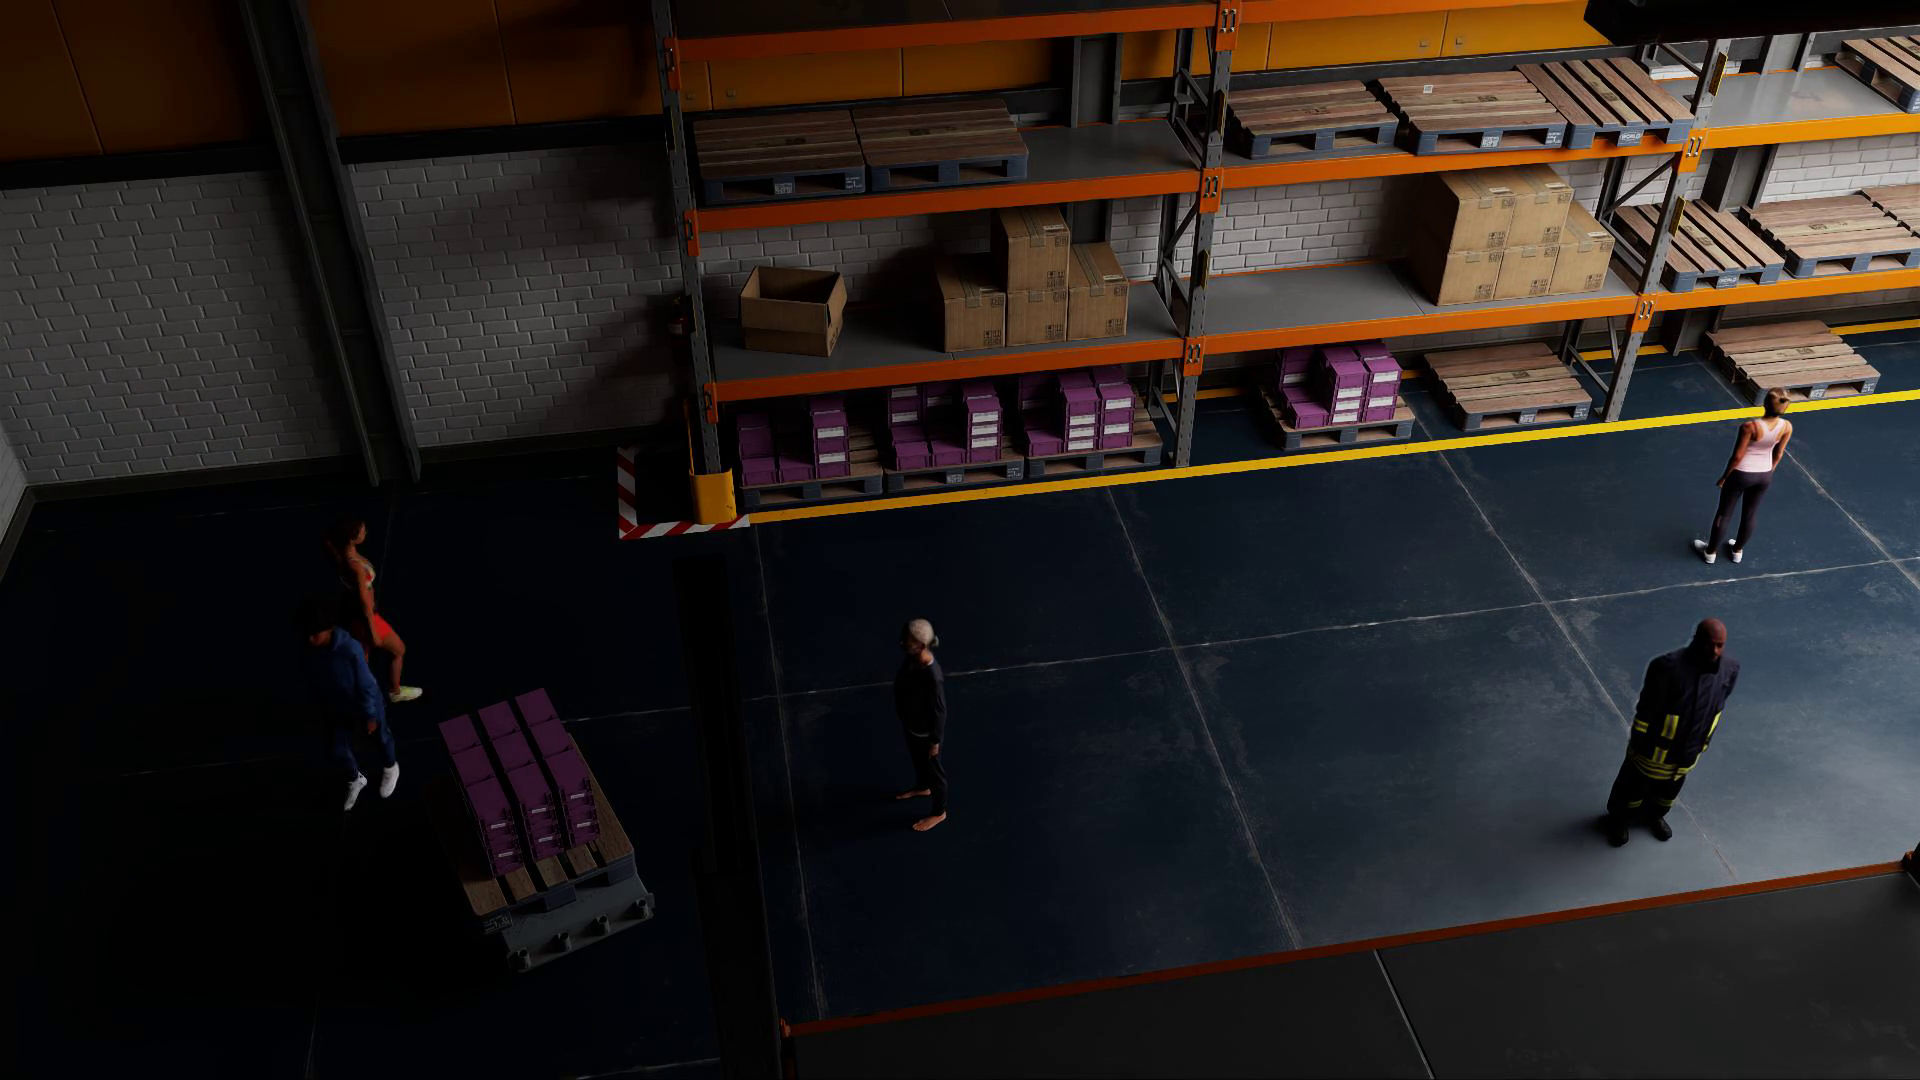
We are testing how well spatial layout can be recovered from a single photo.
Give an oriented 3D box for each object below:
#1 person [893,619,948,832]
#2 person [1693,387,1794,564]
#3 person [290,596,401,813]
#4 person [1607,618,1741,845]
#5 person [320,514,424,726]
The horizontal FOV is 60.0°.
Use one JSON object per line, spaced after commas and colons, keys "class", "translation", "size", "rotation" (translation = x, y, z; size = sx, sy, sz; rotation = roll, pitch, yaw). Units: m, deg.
{"class": "person", "translation": [-0.239, 1.164, 10.790], "size": [0.596, 1.726, 0.661], "rotation": [-15, 41, -18]}
{"class": "person", "translation": [6.147, -0.501, 12.945], "size": [0.530, 1.640, 0.655], "rotation": [-1, 39, -1]}
{"class": "person", "translation": [-3.988, 0.992, 10.961], "size": [0.705, 1.782, 0.820], "rotation": [2, 39, 3]}
{"class": "person", "translation": [4.578, 1.194, 10.676], "size": [0.633, 1.821, 0.826], "rotation": [-2, 39, -3]}
{"class": "person", "translation": [-4.176, 0.605, 11.459], "size": [0.885, 1.765, 0.938], "rotation": [29, 47, 31]}
